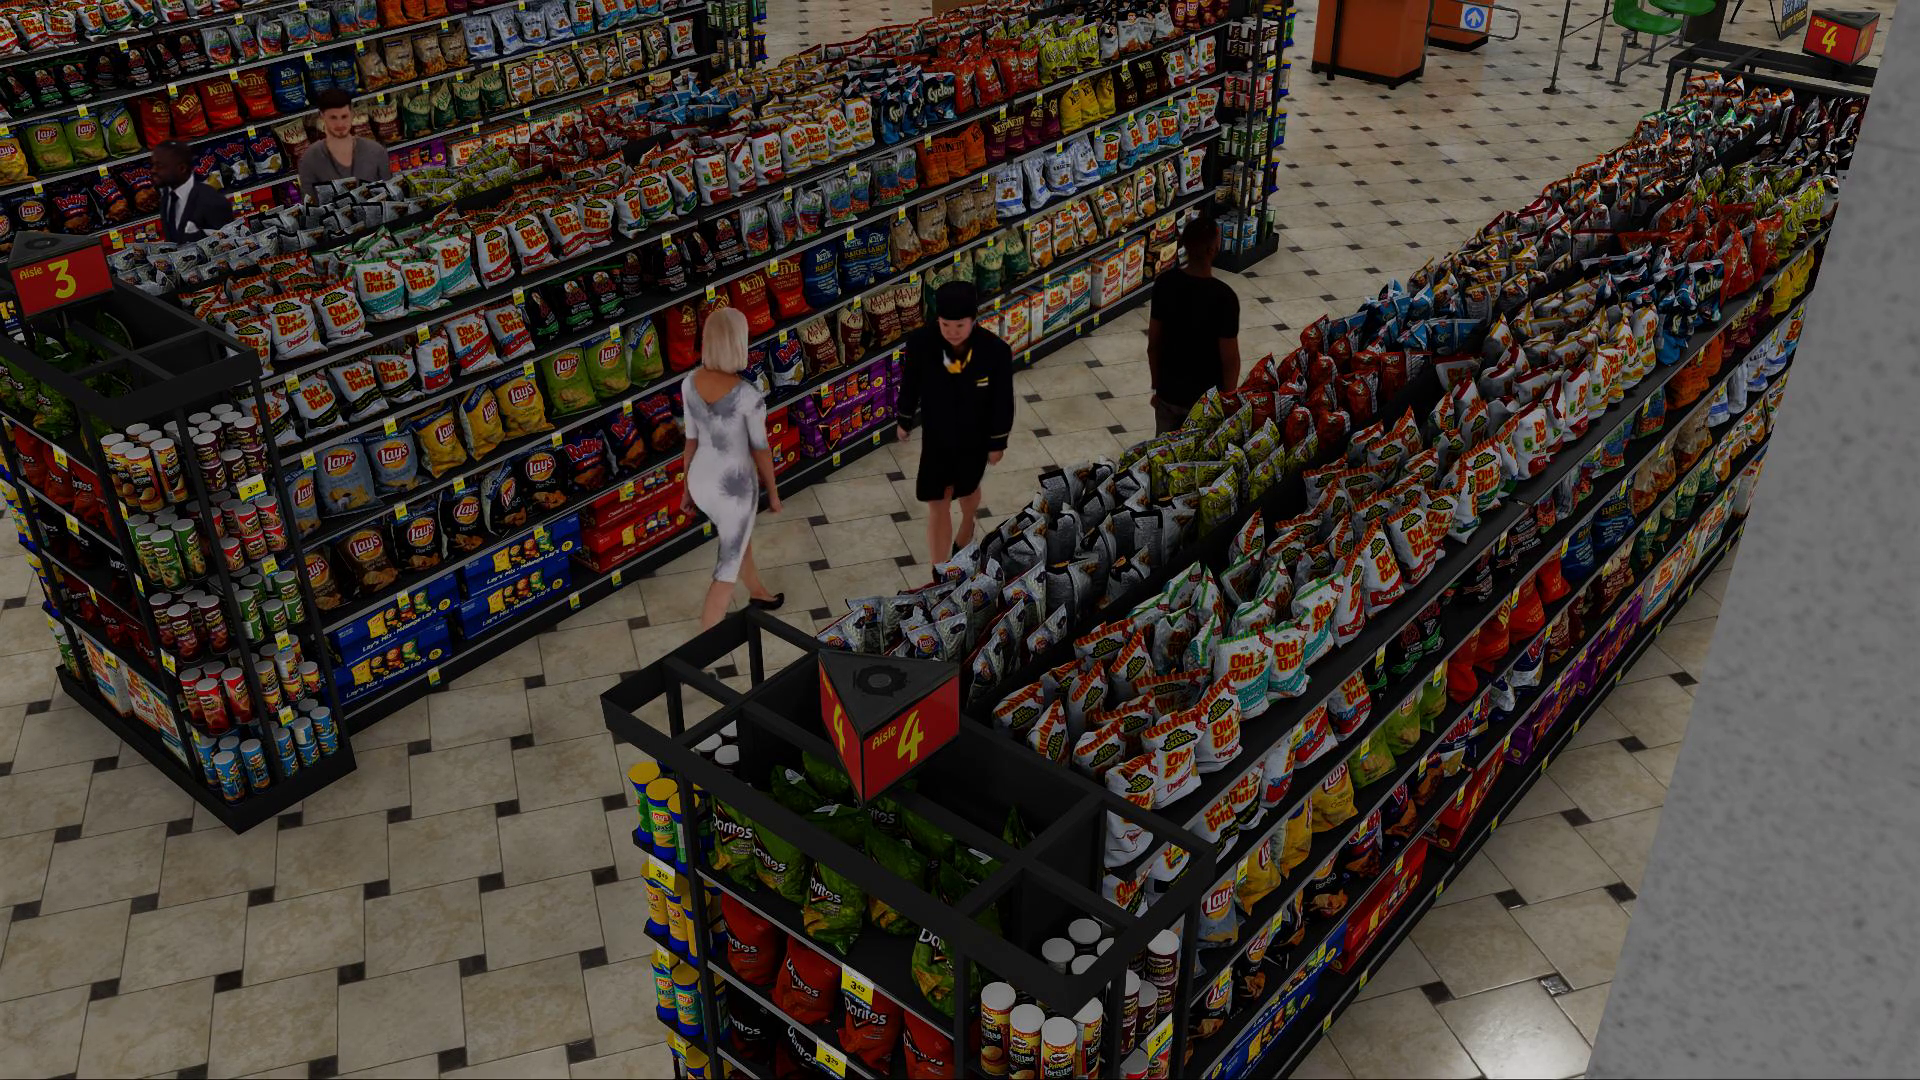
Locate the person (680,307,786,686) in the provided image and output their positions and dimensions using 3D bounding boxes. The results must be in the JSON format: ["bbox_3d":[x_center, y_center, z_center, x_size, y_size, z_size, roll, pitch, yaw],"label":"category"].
[{"bbox_3d":[-1.075,-0.140,7.358,0.727,1.700,1.171,16,35,24],"label":"person"}]

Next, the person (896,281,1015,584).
[{"bbox_3d":[0.006,-0.520,8.049,1.086,1.615,1.227,5,32,8],"label":"person"}]

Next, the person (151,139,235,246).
[{"bbox_3d":[-4.106,-1.321,9.140,0.704,1.824,0.618,20,37,28],"label":"person"}]

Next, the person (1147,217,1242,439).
[{"bbox_3d":[1.131,-0.732,8.209,0.640,1.806,0.526,22,38,31],"label":"person"}]

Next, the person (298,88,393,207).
[{"bbox_3d":[-3.536,-1.730,9.776,1.286,1.845,1.176,-10,33,-16],"label":"person"}]
